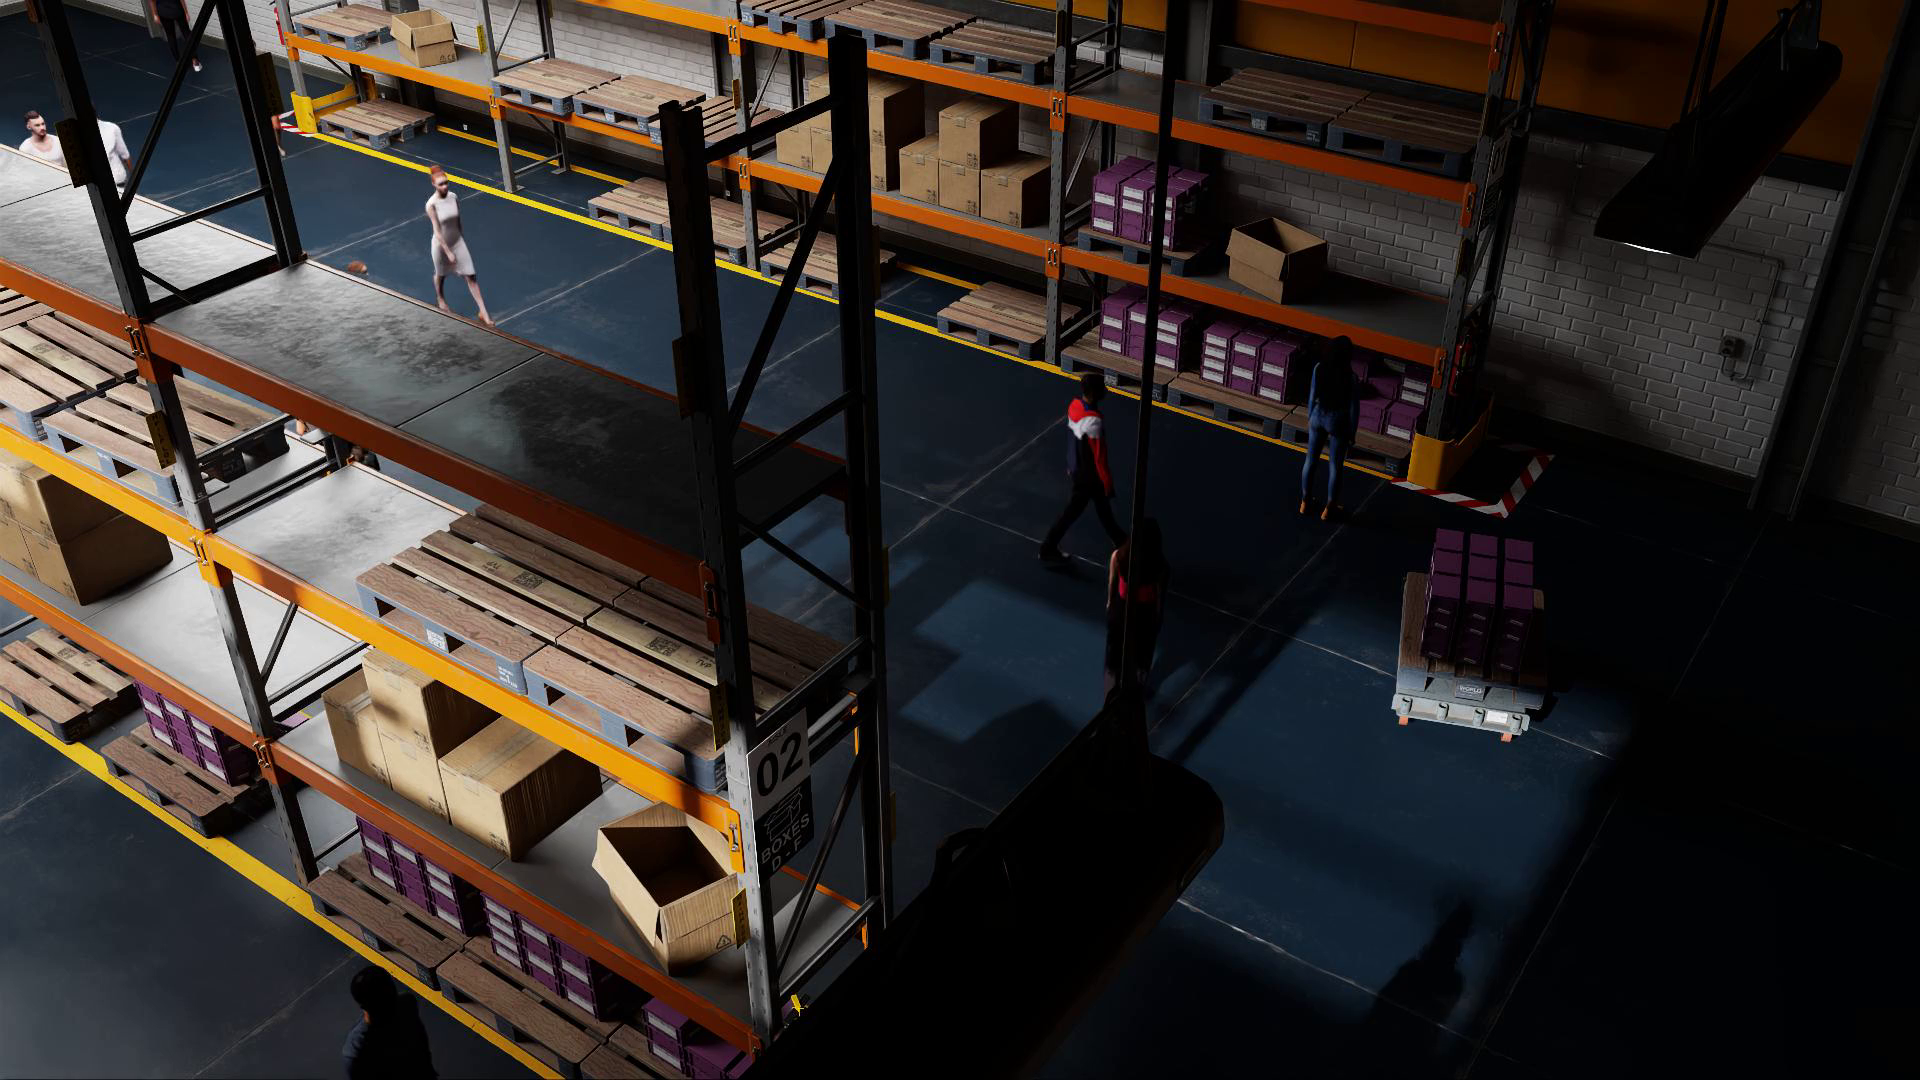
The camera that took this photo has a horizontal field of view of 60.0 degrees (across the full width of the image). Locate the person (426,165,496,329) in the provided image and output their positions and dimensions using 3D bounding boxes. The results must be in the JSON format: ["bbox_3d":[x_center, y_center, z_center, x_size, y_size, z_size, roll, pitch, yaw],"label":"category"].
[{"bbox_3d":[-5.348,-3.011,17.189,1.162,1.738,0.650,24,40,31],"label":"person"}]

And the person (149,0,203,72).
[{"bbox_3d":[-11.469,-7.640,24.163,0.774,1.728,0.810,-11,35,-16],"label":"person"}]

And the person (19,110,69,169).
[{"bbox_3d":[-10.000,-3.849,18.357,0.580,1.841,0.671,24,41,32],"label":"person"}]

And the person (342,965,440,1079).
[{"bbox_3d":[-2.896,2.795,8.401,0.973,1.798,0.792,11,35,17],"label":"person"}]

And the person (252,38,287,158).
[{"bbox_3d":[-9.000,-5.670,21.316,0.653,1.599,0.673,-19,38,-27],"label":"person"}]

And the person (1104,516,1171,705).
[{"bbox_3d":[1.232,0.580,11.873,0.941,1.643,0.857,9,35,13],"label":"person"}]

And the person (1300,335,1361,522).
[{"bbox_3d":[3.143,-0.956,14.122,0.453,1.713,0.663,23,40,30],"label":"person"}]

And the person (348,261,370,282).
[{"bbox_3d":[-5.919,-2.227,16.512,0.813,1.184,0.693,2,34,4],"label":"person"}]

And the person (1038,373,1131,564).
[{"bbox_3d":[0.937,-0.533,13.489,1.205,1.708,1.162,-6,34,-9],"label":"person"}]
